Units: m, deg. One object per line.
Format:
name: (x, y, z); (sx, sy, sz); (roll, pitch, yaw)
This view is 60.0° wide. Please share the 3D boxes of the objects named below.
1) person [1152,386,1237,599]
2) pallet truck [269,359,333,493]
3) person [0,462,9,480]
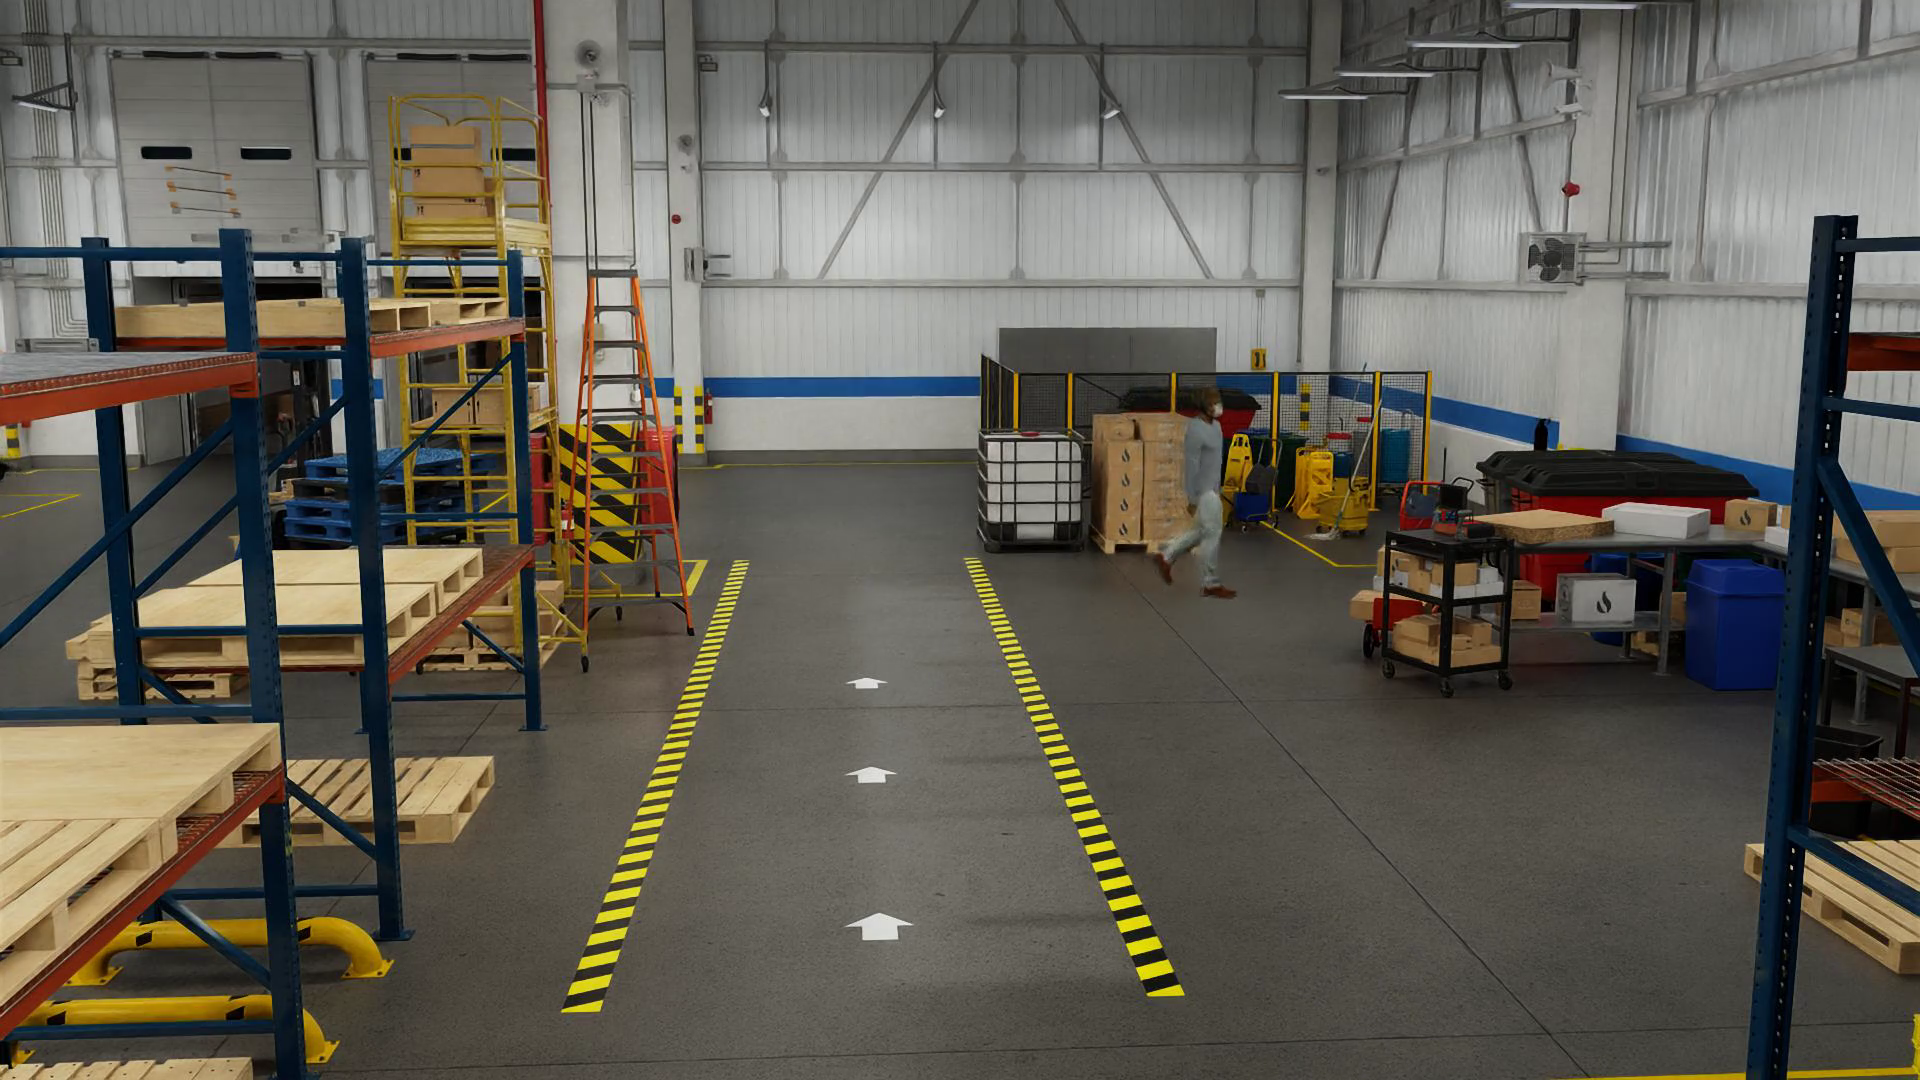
person: (2.119, -0.434, 14.891); (0.728, 1.913, 0.632); (4, 10, 22)
pallet truck: (-7.062, -1.131, 18.996); (1.885, 1.965, 0.823); (2, 9, 13)
person: (-13.407, -1.663, 22.598); (0.590, 1.924, 0.553); (-7, 12, -38)
